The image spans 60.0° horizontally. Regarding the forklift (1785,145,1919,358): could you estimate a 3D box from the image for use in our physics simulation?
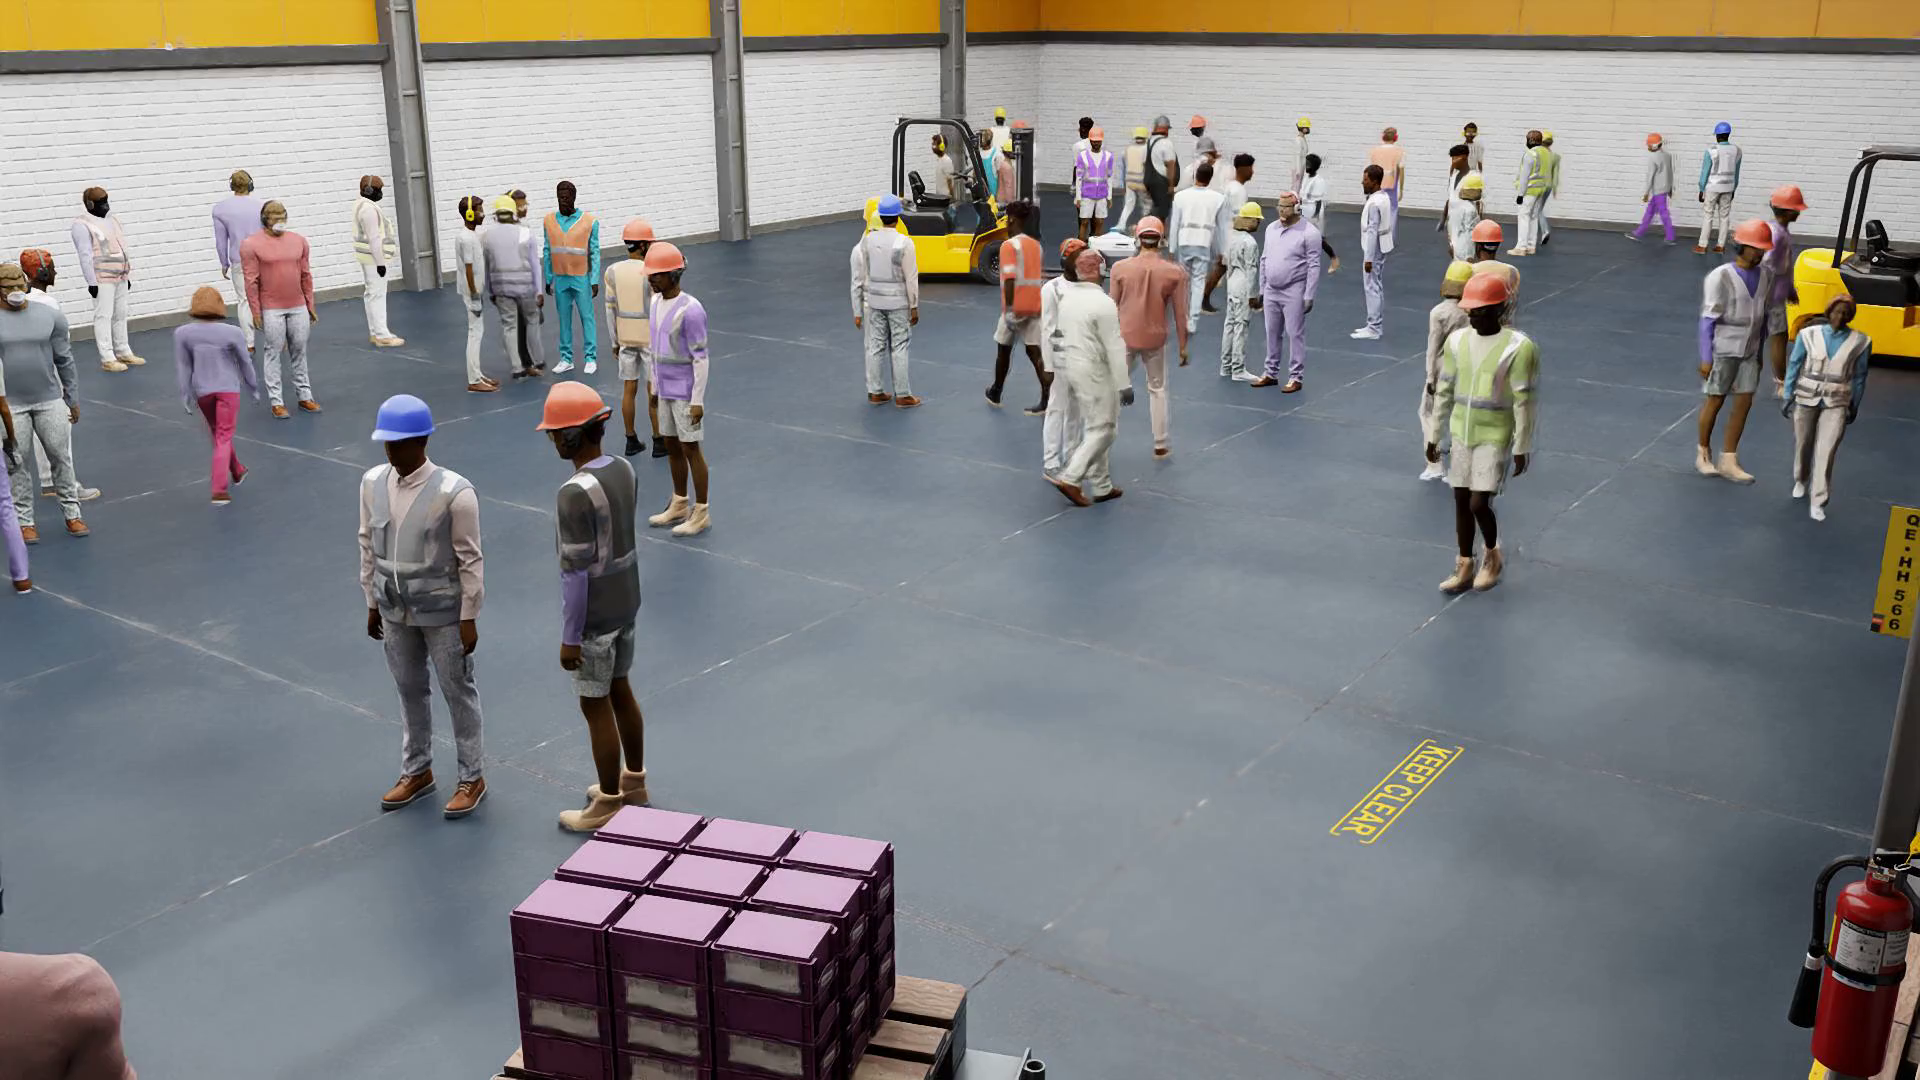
[{"bbox_3d":[9.803,-2.879,17.013,2.313,2.155,1.214,12,21,33],"label":"forklift"}]

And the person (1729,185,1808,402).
[{"bbox_3d":[7.598,-2.299,15.518,0.769,2.004,0.679,9,20,25],"label":"person"}]

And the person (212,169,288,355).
[{"bbox_3d":[-7.481,-2.918,17.549,0.632,1.938,0.359,-4,18,-13],"label":"person"}]

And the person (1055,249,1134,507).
[{"bbox_3d":[0.983,-1.170,12.177,0.578,1.878,0.737,-7,19,-22],"label":"person"}]

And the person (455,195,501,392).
[{"bbox_3d":[-4.628,-2.347,15.893,0.331,1.864,0.507,-4,18,-13],"label":"person"}]

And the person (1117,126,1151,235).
[{"bbox_3d":[2.761,-5.568,26.083,0.603,1.797,0.885,11,21,31],"label":"person"}]

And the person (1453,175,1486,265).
[{"bbox_3d":[5.802,-3.292,19.035,0.295,1.744,0.484,1,18,3],"label":"person"}]

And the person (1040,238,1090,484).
[{"bbox_3d":[0.849,-1.379,12.822,0.342,1.882,0.586,17,24,42],"label":"person"}]

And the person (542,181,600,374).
[{"bbox_3d":[-3.884,-2.633,16.690,0.593,1.920,0.392,3,18,8],"label":"person"}]

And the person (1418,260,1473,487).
[{"bbox_3d":[3.759,-1.257,12.703,0.491,1.731,0.451,-3,18,-9],"label":"person"}]

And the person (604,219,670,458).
[{"bbox_3d":[-2.585,-1.635,13.544,0.552,1.931,0.368,5,19,17],"label":"person"}]

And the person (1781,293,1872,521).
[{"bbox_3d":[6.291,-1.008,12.139,0.522,1.611,0.779,11,21,30],"label":"person"}]

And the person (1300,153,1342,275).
[{"bbox_3d":[4.877,-4.467,22.829,0.818,1.663,0.537,-5,18,-14],"label":"person"}]

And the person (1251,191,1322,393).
[{"bbox_3d":[3.100,-2.365,15.874,0.407,1.904,0.654,-15,23,-39],"label":"person"}]

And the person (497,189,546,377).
[{"bbox_3d":[-4.385,-2.549,16.529,0.500,1.856,0.551,7,19,22],"label":"person"}]

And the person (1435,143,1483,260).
[{"bbox_3d":[6.292,-4.006,20.969,0.509,1.931,0.638,-3,18,-10],"label":"person"}]

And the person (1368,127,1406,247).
[{"bbox_3d":[6.506,-5.372,25.412,0.586,1.819,0.624,9,20,25],"label":"person"}]

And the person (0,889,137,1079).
[{"bbox_3d":[-2.114,1.524,3.678,0.633,1.932,0.366,-5,18,-14],"label":"person"}]

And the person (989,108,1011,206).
[{"bbox_3d":[0.685,-6.634,29.268,0.609,1.870,0.974,-1,18,-2],"label":"person"}]

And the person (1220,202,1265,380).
[{"bbox_3d":[2.803,-2.454,16.420,0.321,1.738,0.493,-5,18,-16],"label":"person"}]

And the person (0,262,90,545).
[{"bbox_3d":[-6.352,-0.935,11.363,0.629,1.932,0.357,-12,21,-33],"label":"person"}]

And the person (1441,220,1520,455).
[{"bbox_3d":[4.225,-1.628,13.541,0.542,1.928,0.399,-3,18,-11],"label":"person"}]

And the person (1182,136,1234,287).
[{"bbox_3d":[3.199,-4.265,21.598,0.693,2.000,1.017,6,19,19],"label":"person"}]

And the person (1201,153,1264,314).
[{"bbox_3d":[3.317,-3.642,19.856,1.023,1.907,0.635,1,18,4],"label":"person"}]

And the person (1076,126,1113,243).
[{"bbox_3d":[1.944,-4.969,23.965,0.549,1.936,0.377,-3,18,-9],"label":"person"}]

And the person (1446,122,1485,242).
[{"bbox_3d":[7.911,-5.594,26.054,0.519,1.860,0.322,4,18,13],"label":"person"}]

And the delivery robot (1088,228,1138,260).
[{"bbox_3d":[2.178,-4.189,23.609,0.707,0.478,0.477,2,18,5],"label":"delivery robot"}]

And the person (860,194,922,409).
[{"bbox_3d":[-0.632,-2.166,15.178,0.607,1.951,0.378,11,21,31],"label":"person"}]

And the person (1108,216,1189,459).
[{"bbox_3d":[1.414,-1.589,13.364,0.848,1.964,0.600,0,18,0],"label":"person"}]

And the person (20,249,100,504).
[{"bbox_3d":[-6.735,-1.206,12.302,0.579,1.878,0.352,13,22,35],"label":"person"}]

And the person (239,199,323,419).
[{"bbox_3d":[-6.061,-2.070,14.900,0.372,1.938,0.630,15,23,39],"label":"person"}]

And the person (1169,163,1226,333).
[{"bbox_3d":[2.693,-3.313,18.892,0.612,1.870,0.841,4,18,13],"label":"person"}]

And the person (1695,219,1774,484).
[{"bbox_3d":[5.991,-1.452,12.824,0.652,2.023,0.565,-5,18,-15],"label":"person"}]

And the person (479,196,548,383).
[{"bbox_3d":[-4.395,-2.496,16.464,0.602,1.787,0.851,-1,18,-3],"label":"person"}]

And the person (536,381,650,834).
[{"bbox_3d":[-1.616,0.304,7.335,0.410,2.030,0.612,3,18,11],"label":"person"}]

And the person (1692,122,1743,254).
[{"bbox_3d":[11.306,-5.242,24.822,0.604,1.939,0.416,-2,18,-6],"label":"person"}]

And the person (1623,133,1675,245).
[{"bbox_3d":[10.844,-5.480,25.964,0.879,1.682,0.566,15,23,39],"label":"person"}]

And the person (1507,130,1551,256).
[{"bbox_3d":[8.487,-5.165,24.757,0.429,1.832,0.638,17,24,42],"label":"person"}]

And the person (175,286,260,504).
[{"bbox_3d":[-5.533,-1.104,12.444,0.513,1.579,0.883,-1,18,-4],"label":"person"}]

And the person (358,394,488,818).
[{"bbox_3d":[-2.410,0.297,7.475,0.605,1.950,0.380,5,19,16],"label":"person"}]

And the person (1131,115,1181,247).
[{"bbox_3d":[2.981,-5.470,25.366,0.786,2.000,0.692,-7,19,-20],"label":"person"}]

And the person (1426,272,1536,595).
[{"bbox_3d":[3.179,-0.634,10.257,0.420,2.029,0.651,-13,22,-36],"label":"person"}]

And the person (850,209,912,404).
[{"bbox_3d":[-0.707,-2.157,15.364,0.606,1.818,0.403,-7,19,-20],"label":"person"}]

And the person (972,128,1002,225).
[{"bbox_3d":[0.400,-5.226,24.924,0.506,1.842,0.348,12,21,33],"label":"person"}]

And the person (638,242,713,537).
[{"bbox_3d":[-1.982,-1.034,11.491,0.396,2.038,0.614,-14,23,-38],"label":"person"}]

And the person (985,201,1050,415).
[{"bbox_3d":[0.546,-2.096,15.060,0.636,1.900,0.848,-17,24,-42],"label":"person"}]

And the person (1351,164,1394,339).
[{"bbox_3d":[4.601,-3.190,18.452,0.384,1.911,0.593,7,19,20],"label":"person"}]

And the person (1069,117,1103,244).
[{"bbox_3d":[1.928,-5.509,25.610,0.609,1.965,0.364,-16,24,-41],"label":"person"}]

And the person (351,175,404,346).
[{"bbox_3d":[-6.345,-3.035,18.084,0.430,1.837,0.619,-9,20,-26],"label":"person"}]

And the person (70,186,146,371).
[{"bbox_3d":[-8.632,-2.648,16.861,0.429,1.842,0.633,2,18,6],"label":"person"}]

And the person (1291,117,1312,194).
[{"bbox_3d":[5.862,-6.369,28.622,0.328,1.767,0.531,6,19,17],"label":"person"}]

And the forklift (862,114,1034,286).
[{"bbox_3d":[-0.171,-4.594,22.377,2.313,2.155,1.214,1,18,3],"label":"forklift"}]

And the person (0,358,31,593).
[{"bbox_3d":[-6.088,-0.547,10.259,0.508,1.863,0.331,-11,21,-31],"label":"person"}]
